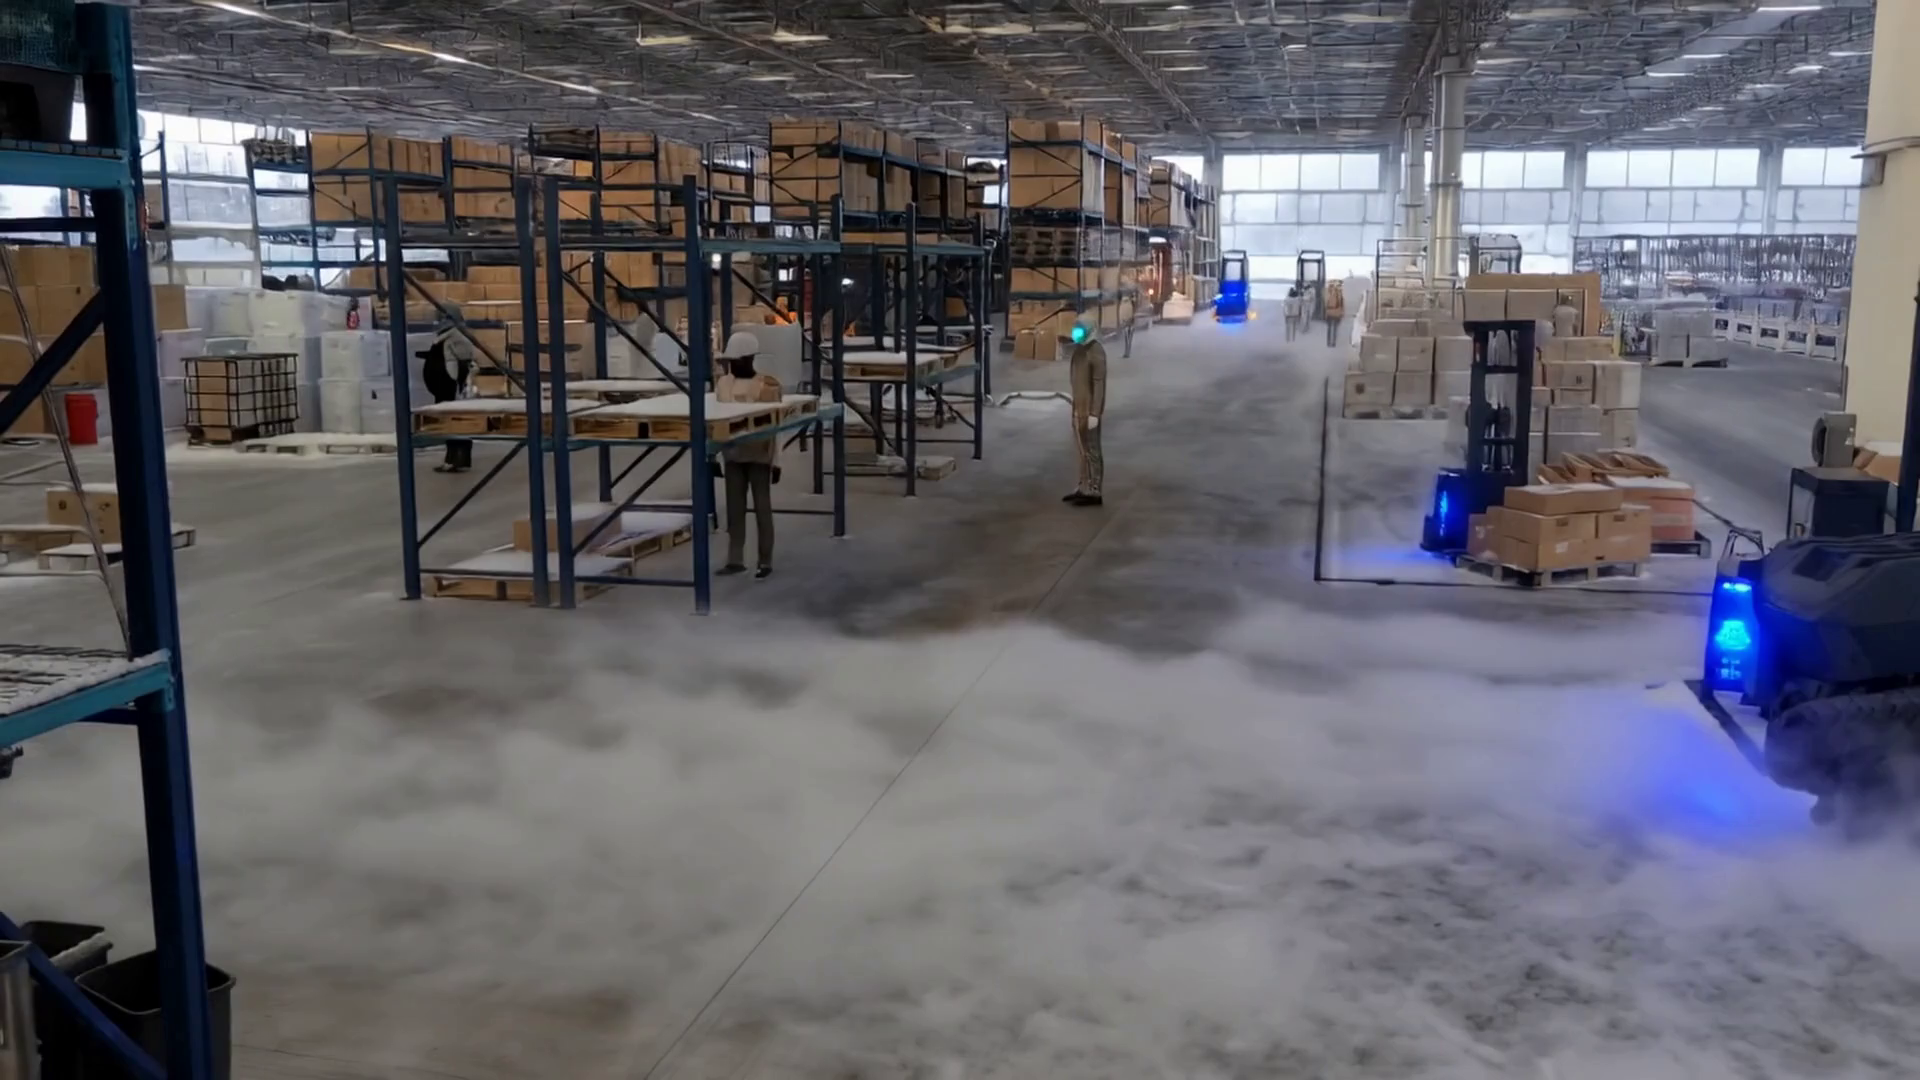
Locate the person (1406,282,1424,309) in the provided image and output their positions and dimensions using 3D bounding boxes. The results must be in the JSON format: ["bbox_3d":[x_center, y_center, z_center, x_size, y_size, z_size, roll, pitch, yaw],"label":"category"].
[{"bbox_3d":[11.297,-5.467,41.423,0.553,1.921,0.547,-6,11,-32],"label":"person"}]

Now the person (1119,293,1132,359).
[{"bbox_3d":[4.140,-5.329,41.430,0.307,1.641,0.514,1,10,3],"label":"person"}]

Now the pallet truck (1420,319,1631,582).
[{"bbox_3d":[4.543,-0.757,13.299,0.823,1.965,1.885,-4,10,-22],"label":"pallet truck"}]

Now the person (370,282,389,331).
[{"bbox_3d":[-14.539,-5.546,41.926,0.587,1.911,0.397,-5,11,-27],"label":"person"}]

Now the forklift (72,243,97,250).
[{"bbox_3d":[-19.181,-5.200,36.996,1.873,2.768,1.129,2,10,12],"label":"forklift"}]

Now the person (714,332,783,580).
[{"bbox_3d":[-1.649,-0.647,12.876,0.585,1.921,0.383,4,10,22],"label":"person"}]

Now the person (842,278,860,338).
[{"bbox_3d":[-2.816,-5.531,41.572,0.612,1.997,0.376,-3,10,-16],"label":"person"}]

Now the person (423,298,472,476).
[{"bbox_3d":[-5.891,-1.762,19.120,0.538,2.000,0.685,-7,12,-35],"label":"person"}]

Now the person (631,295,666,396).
[{"bbox_3d":[-5.208,-3.163,27.893,0.956,1.888,0.652,-4,10,-23],"label":"person"}]

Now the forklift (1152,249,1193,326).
[{"bbox_3d":[7.646,-9.320,61.395,1.873,2.768,1.129,2,10,11],"label":"forklift"}]

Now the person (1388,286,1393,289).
[{"bbox_3d":[17.647,-9.863,68.026,0.801,1.719,0.531,3,10,17],"label":"person"}]

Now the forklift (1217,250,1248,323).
[{"bbox_3d":[10.519,-9.774,64.085,1.129,2.768,1.873,2,10,12],"label":"forklift"}]

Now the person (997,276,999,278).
[{"bbox_3d":[2.159,-14.138,93.318,0.560,1.725,0.660,0,10,-1],"label":"person"}]

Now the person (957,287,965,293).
[{"bbox_3d":[-0.016,-8.720,60.917,0.634,1.841,0.429,4,10,24],"label":"person"}]

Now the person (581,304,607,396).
[{"bbox_3d":[-4.840,-2.207,22.119,0.376,1.932,0.646,-1,10,-7],"label":"person"}]

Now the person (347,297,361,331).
[{"bbox_3d":[-13.765,-4.704,37.742,0.437,1.626,0.530,-7,12,-36],"label":"person"}]

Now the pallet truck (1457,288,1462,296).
[{"bbox_3d":[20.506,-9.785,68.819,0.653,1.274,1.630,2,10,12],"label":"pallet truck"}]

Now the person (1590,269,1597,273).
[{"bbox_3d":[30.333,-11.978,79.781,0.393,1.985,0.610,-1,10,-8],"label":"person"}]

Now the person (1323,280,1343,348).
[{"bbox_3d":[10.417,-6.311,46.443,0.549,1.911,0.890,2,10,13],"label":"person"}]

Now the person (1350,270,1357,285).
[{"bbox_3d":[20.472,-13.122,86.829,1.017,1.883,0.619,2,10,14],"label":"person"}]

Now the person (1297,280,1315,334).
[{"bbox_3d":[11.467,-7.719,55.159,0.622,1.777,0.937,1,10,3],"label":"person"}]

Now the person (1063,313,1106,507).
[{"bbox_3d":[1.268,-1.303,16.707,0.352,1.937,0.635,-2,10,-14],"label":"person"}]

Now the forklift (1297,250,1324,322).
[{"bbox_3d":[13.778,-10.002,65.433,1.129,2.768,1.873,2,10,12],"label":"forklift"}]

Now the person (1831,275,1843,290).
[{"bbox_3d":[42.649,-12.050,80.818,0.601,1.790,0.578,7,12,36],"label":"person"}]

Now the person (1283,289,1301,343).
[{"bbox_3d":[9.879,-6.662,49.464,0.528,1.587,0.842,1,10,8],"label":"person"}]

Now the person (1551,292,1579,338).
[{"bbox_3d":[11.286,-3.692,31.046,0.513,1.875,0.328,5,11,25],"label":"person"}]

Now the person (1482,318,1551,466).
[{"bbox_3d":[6.053,-1.472,17.979,0.896,1.855,0.590,2,10,11],"label":"person"}]
